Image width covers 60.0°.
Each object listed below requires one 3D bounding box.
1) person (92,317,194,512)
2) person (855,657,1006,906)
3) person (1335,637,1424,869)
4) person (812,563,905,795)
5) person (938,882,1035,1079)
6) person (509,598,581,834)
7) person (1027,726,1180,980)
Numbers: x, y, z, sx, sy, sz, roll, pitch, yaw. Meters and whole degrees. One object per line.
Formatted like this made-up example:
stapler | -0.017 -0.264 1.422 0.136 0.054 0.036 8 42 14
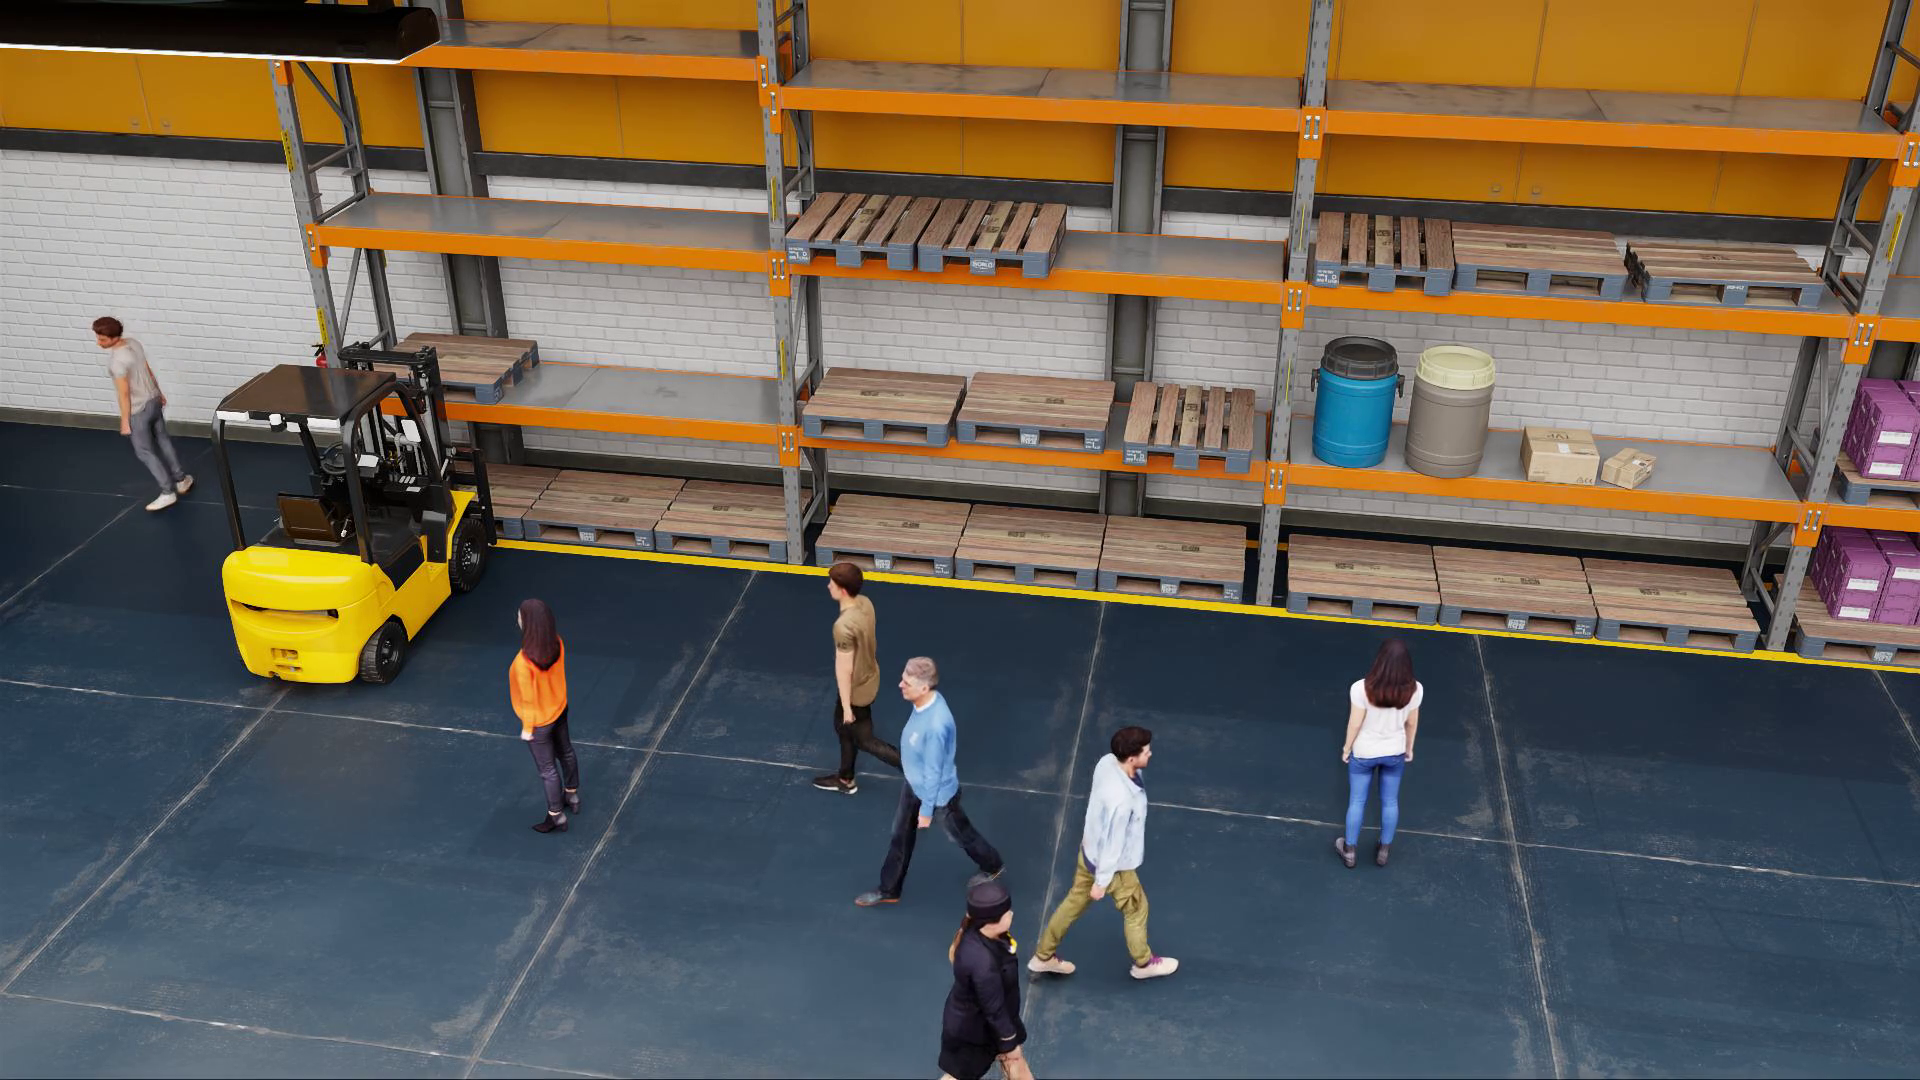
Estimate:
person | -7.332 -1.207 15.030 0.644 1.865 0.880 5 29 8
person | -0.077 1.495 10.186 1.312 1.760 1.083 -11 30 -19
person | 2.644 1.358 10.515 0.516 1.685 0.700 0 29 0
person | -0.591 0.993 11.042 1.128 1.821 0.671 6 29 11
person | 0.028 2.465 8.538 1.070 1.635 0.820 0 29 0
person | -2.701 1.133 10.861 0.583 1.748 0.637 8 30 14
person | 0.759 1.843 9.546 1.220 1.762 0.906 -3 29 -5
